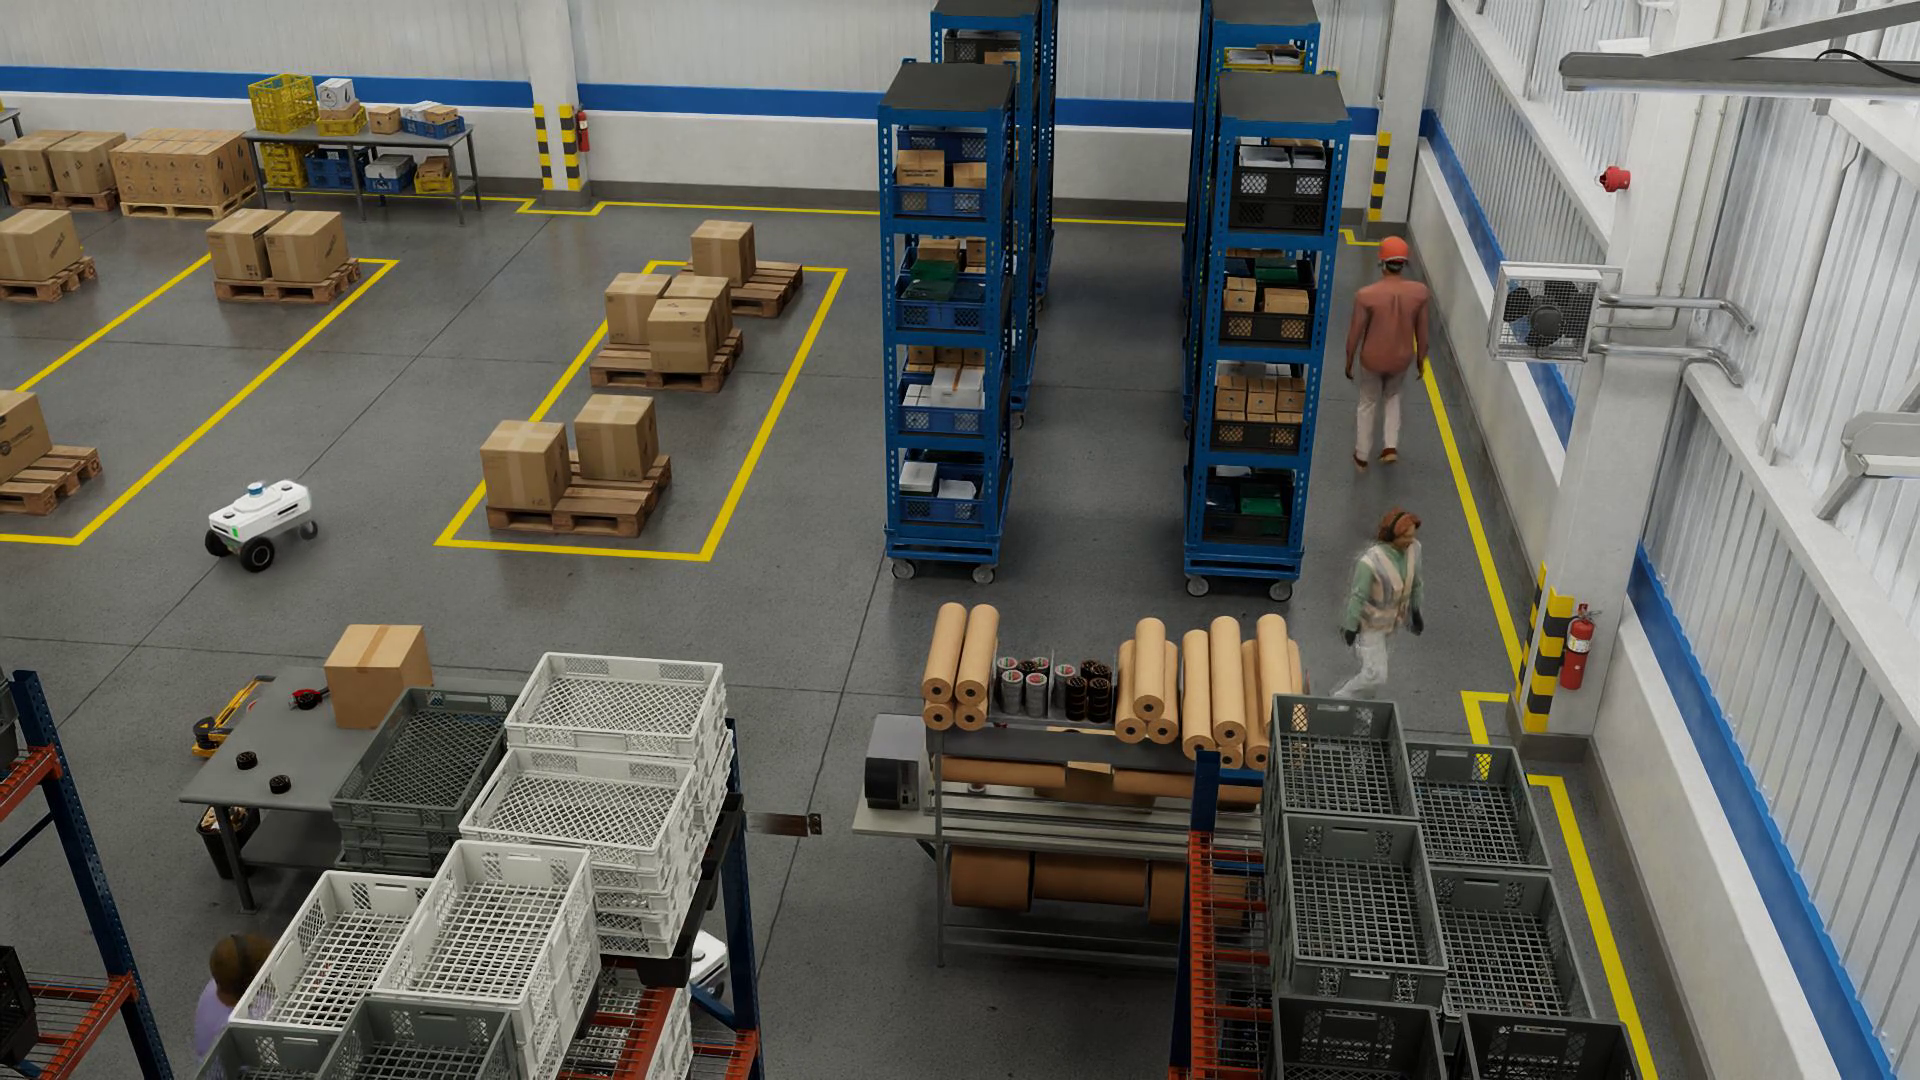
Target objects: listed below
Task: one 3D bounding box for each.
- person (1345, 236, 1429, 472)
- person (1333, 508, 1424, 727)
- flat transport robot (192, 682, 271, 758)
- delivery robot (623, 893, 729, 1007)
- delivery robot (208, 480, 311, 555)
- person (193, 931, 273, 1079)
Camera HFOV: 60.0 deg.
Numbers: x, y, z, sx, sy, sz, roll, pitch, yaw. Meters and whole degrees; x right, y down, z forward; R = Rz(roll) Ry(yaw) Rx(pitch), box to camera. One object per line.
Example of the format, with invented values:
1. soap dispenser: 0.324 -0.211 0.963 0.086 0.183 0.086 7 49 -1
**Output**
1. person: 3.460 -1.498 13.546 0.675 1.966 0.517 0 30 0
2. person: 2.650 0.519 10.415 0.516 1.621 0.372 -23 38 -34
3. flat transport robot: -4.089 1.163 10.648 1.431 0.197 0.652 3 30 6
4. delivery robot: -1.537 2.122 8.632 0.707 0.478 0.477 21 36 32
5. delivery robot: -5.303 -0.202 12.624 0.477 0.478 0.707 18 35 28
6. person: -2.866 2.418 6.871 0.570 1.923 0.688 -18 35 -28
